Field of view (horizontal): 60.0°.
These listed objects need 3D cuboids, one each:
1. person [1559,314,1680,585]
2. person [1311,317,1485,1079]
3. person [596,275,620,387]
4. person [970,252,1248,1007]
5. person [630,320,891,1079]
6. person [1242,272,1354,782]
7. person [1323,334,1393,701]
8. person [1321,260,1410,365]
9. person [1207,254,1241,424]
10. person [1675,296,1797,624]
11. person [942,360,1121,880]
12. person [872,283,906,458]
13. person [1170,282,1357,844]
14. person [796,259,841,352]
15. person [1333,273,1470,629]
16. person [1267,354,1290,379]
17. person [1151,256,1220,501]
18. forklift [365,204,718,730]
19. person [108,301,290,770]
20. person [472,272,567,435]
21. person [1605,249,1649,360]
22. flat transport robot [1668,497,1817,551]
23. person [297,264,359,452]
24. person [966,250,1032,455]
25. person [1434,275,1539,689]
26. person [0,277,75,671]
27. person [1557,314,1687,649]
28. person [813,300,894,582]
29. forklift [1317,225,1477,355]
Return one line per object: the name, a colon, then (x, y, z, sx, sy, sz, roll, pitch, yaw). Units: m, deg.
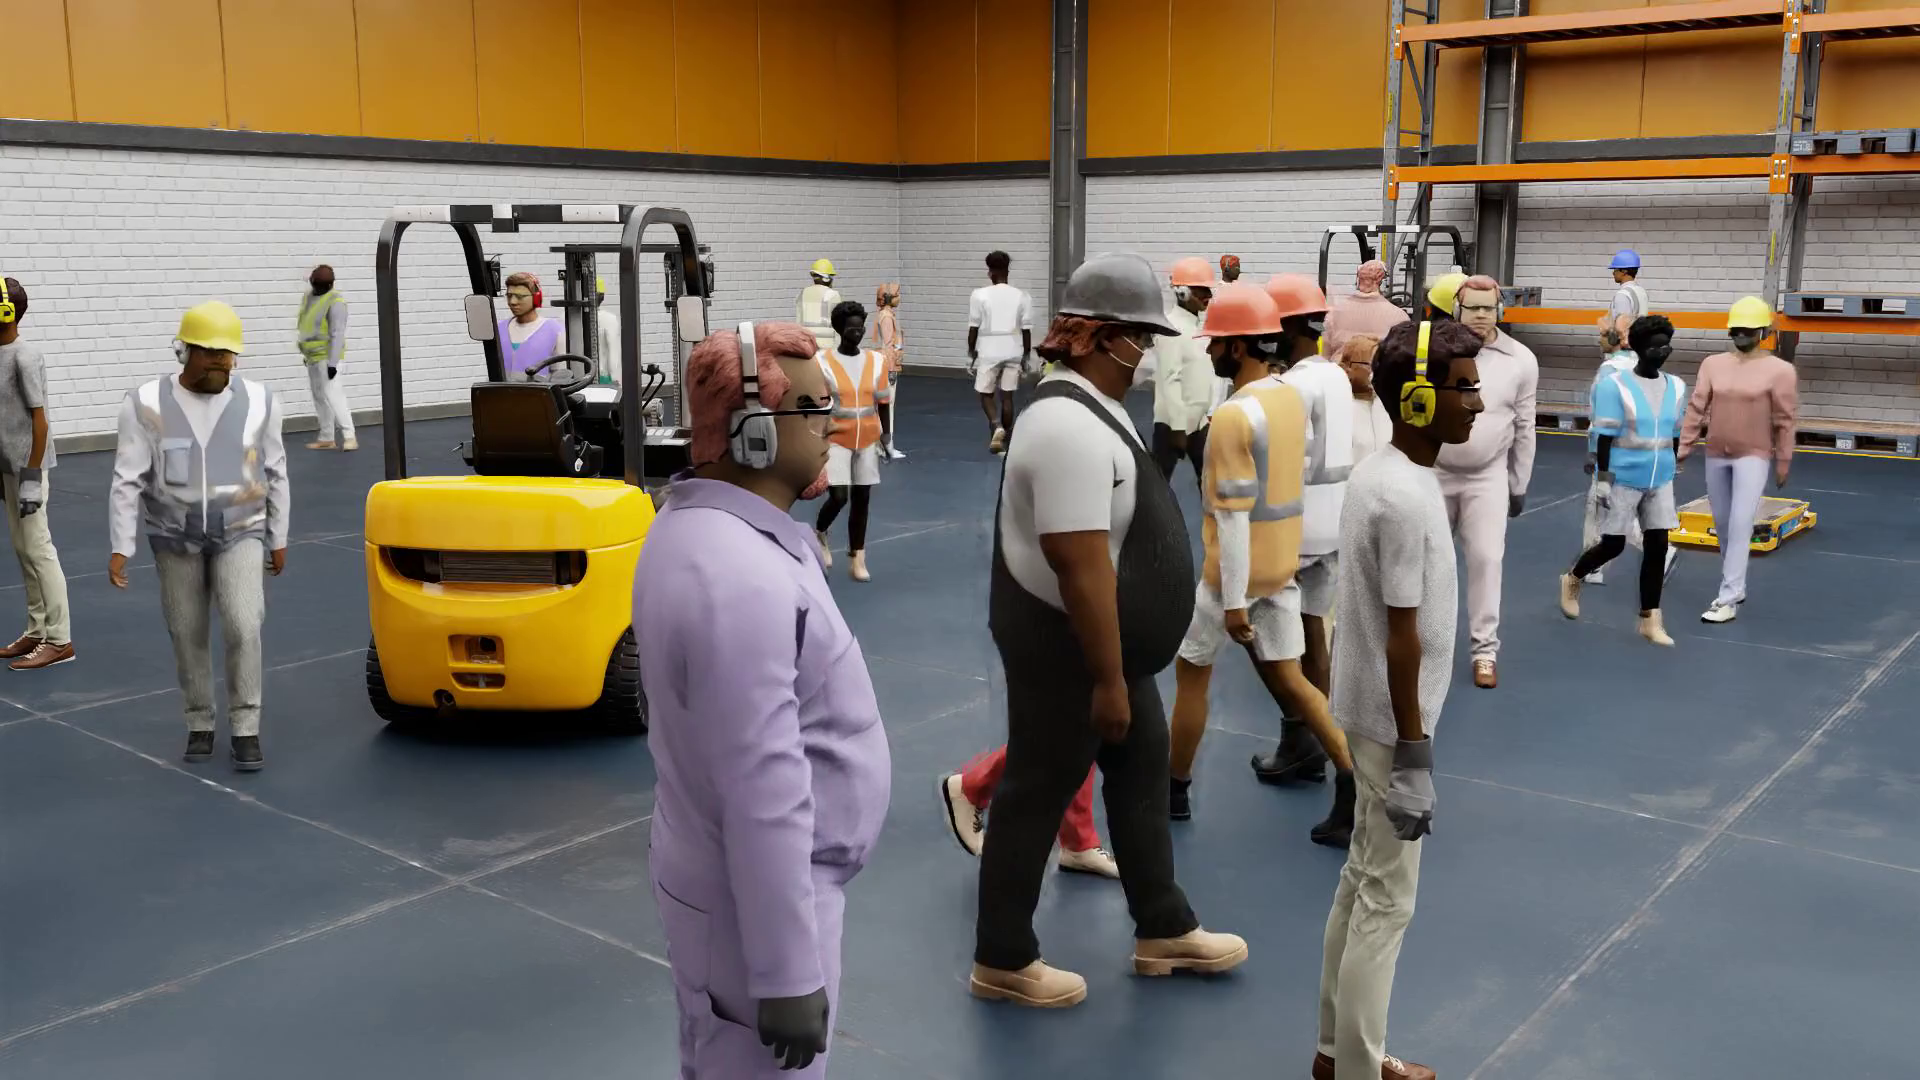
person: (3.863, -0.500, 9.646, 0.618, 1.612, 0.521, 7, 13, 35)
person: (0.994, 0.437, 3.764, 0.311, 1.865, 0.532, 1, 10, 6)
person: (-3.273, -1.513, 14.956, 0.543, 1.711, 0.895, 2, 11, 13)
person: (0.436, 0.239, 4.374, 0.893, 2.000, 0.711, 1, 10, 7)
person: (-0.314, 0.598, 2.753, 0.406, 1.911, 0.636, -3, 11, -16)
person: (1.257, -0.036, 6.237, 0.418, 1.913, 0.560, 8, 13, 37)
person: (1.738, -0.083, 7.287, 0.498, 1.634, 0.278, -6, 12, -31)
person: (2.823, -0.987, 11.580, 0.646, 1.902, 0.401, 6, 12, 31)
person: (2.929, -2.214, 18.438, 0.350, 1.878, 0.568, 4, 11, 21)
person: (4.192, -0.441, 9.016, 0.720, 1.736, 0.543, -7, 13, -36)
person: (0.268, 0.228, 5.225, 0.545, 1.744, 0.533, 4, 11, 20)
person: (-0.677, -1.586, 15.602, 0.307, 1.639, 0.525, -2, 10, -9)
person: (1.012, 0.087, 5.605, 0.960, 1.906, 0.542, 9, 13, 40)
person: (-1.502, -2.147, 18.180, 0.595, 1.828, 0.403, 7, 12, 32)
person: (2.250, -0.401, 8.402, 0.387, 1.877, 0.755, -7, 12, -34)
person: (1.457, -0.151, 7.773, 0.507, 1.588, 0.822, 4, 11, 19)
person: (1.327, -0.736, 10.063, 1.040, 1.945, 0.641, 6, 12, 30)
forklift: (-1.766, -0.406, 7.525, 1.214, 2.155, 2.313, 1, 10, 7)
person: (-2.899, 0.002, 6.362, 0.644, 1.798, 0.650, -4, 11, -22)
person: (-2.683, -0.732, 10.327, 0.582, 1.840, 0.461, 5, 12, 27)
person: (6.148, -1.709, 15.426, 0.406, 1.945, 0.615, 8, 13, 37)
flat transport robot: (5.356, -0.143, 11.397, 0.652, 0.197, 1.431, 8, 13, 38)
person: (-6.145, -1.745, 16.064, 0.697, 1.810, 0.431, 10, 14, 44)
person: (0.387, -1.727, 15.545, 0.624, 1.939, 0.626, -3, 11, -14)
person: (2.361, -0.302, 7.827, 0.655, 1.881, 0.763, 3, 11, 14)
person: (-4.494, -0.318, 7.930, 0.329, 1.873, 0.516, -9, 14, -42)
person: (3.407, -0.319, 8.482, 0.538, 1.675, 0.625, -2, 10, -12)
person: (-0.679, -0.580, 9.884, 0.547, 1.682, 0.417, -6, 12, -29)
forklift: (4.449, -2.115, 16.993, 1.214, 2.155, 2.313, 8, 13, 38)
